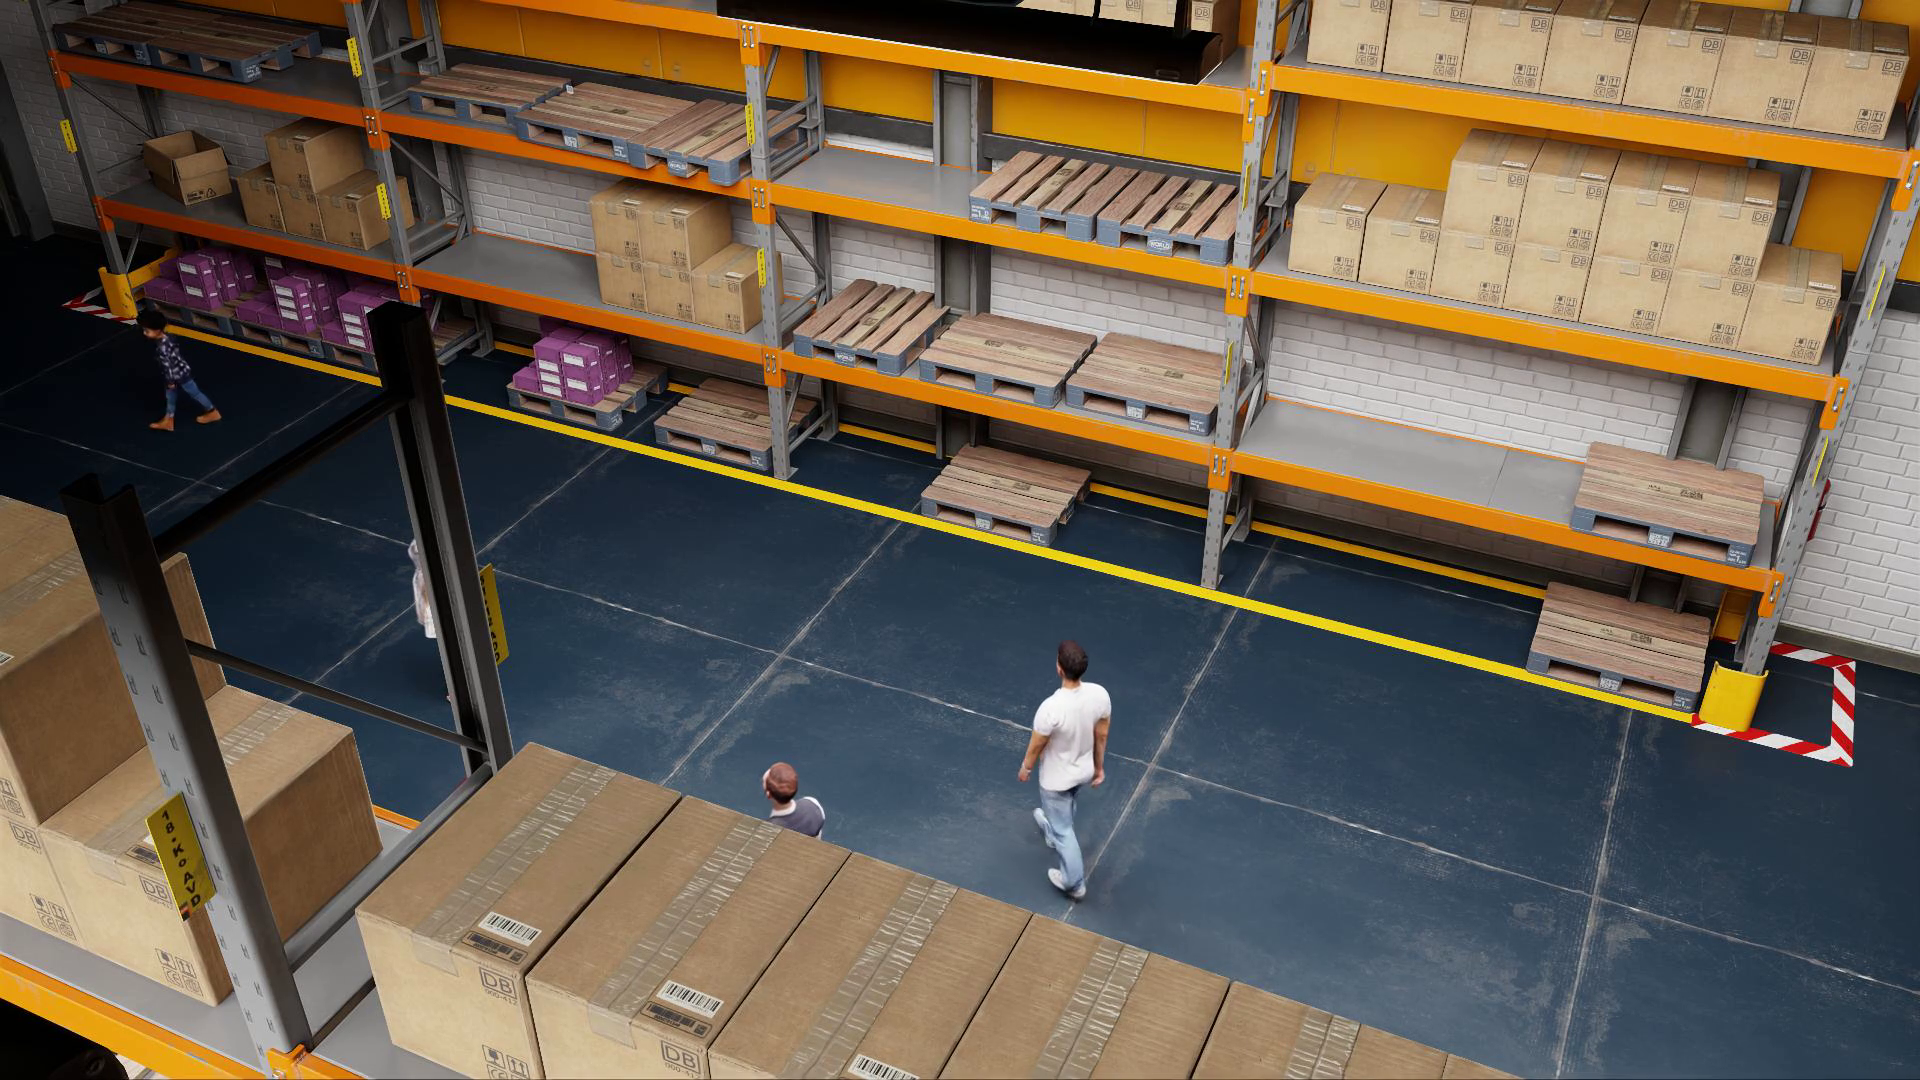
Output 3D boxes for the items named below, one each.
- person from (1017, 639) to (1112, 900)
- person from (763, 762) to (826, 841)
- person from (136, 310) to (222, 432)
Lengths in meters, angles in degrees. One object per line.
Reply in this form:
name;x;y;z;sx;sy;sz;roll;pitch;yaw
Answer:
person;0.702;1.462;10.226;0.976;1.834;1.119;-22;39;-29
person;-0.948;2.002;9.321;0.656;1.938;0.718;25;41;32
person;-7.179;-1.569;15.349;0.822;1.212;0.853;-17;37;-23
